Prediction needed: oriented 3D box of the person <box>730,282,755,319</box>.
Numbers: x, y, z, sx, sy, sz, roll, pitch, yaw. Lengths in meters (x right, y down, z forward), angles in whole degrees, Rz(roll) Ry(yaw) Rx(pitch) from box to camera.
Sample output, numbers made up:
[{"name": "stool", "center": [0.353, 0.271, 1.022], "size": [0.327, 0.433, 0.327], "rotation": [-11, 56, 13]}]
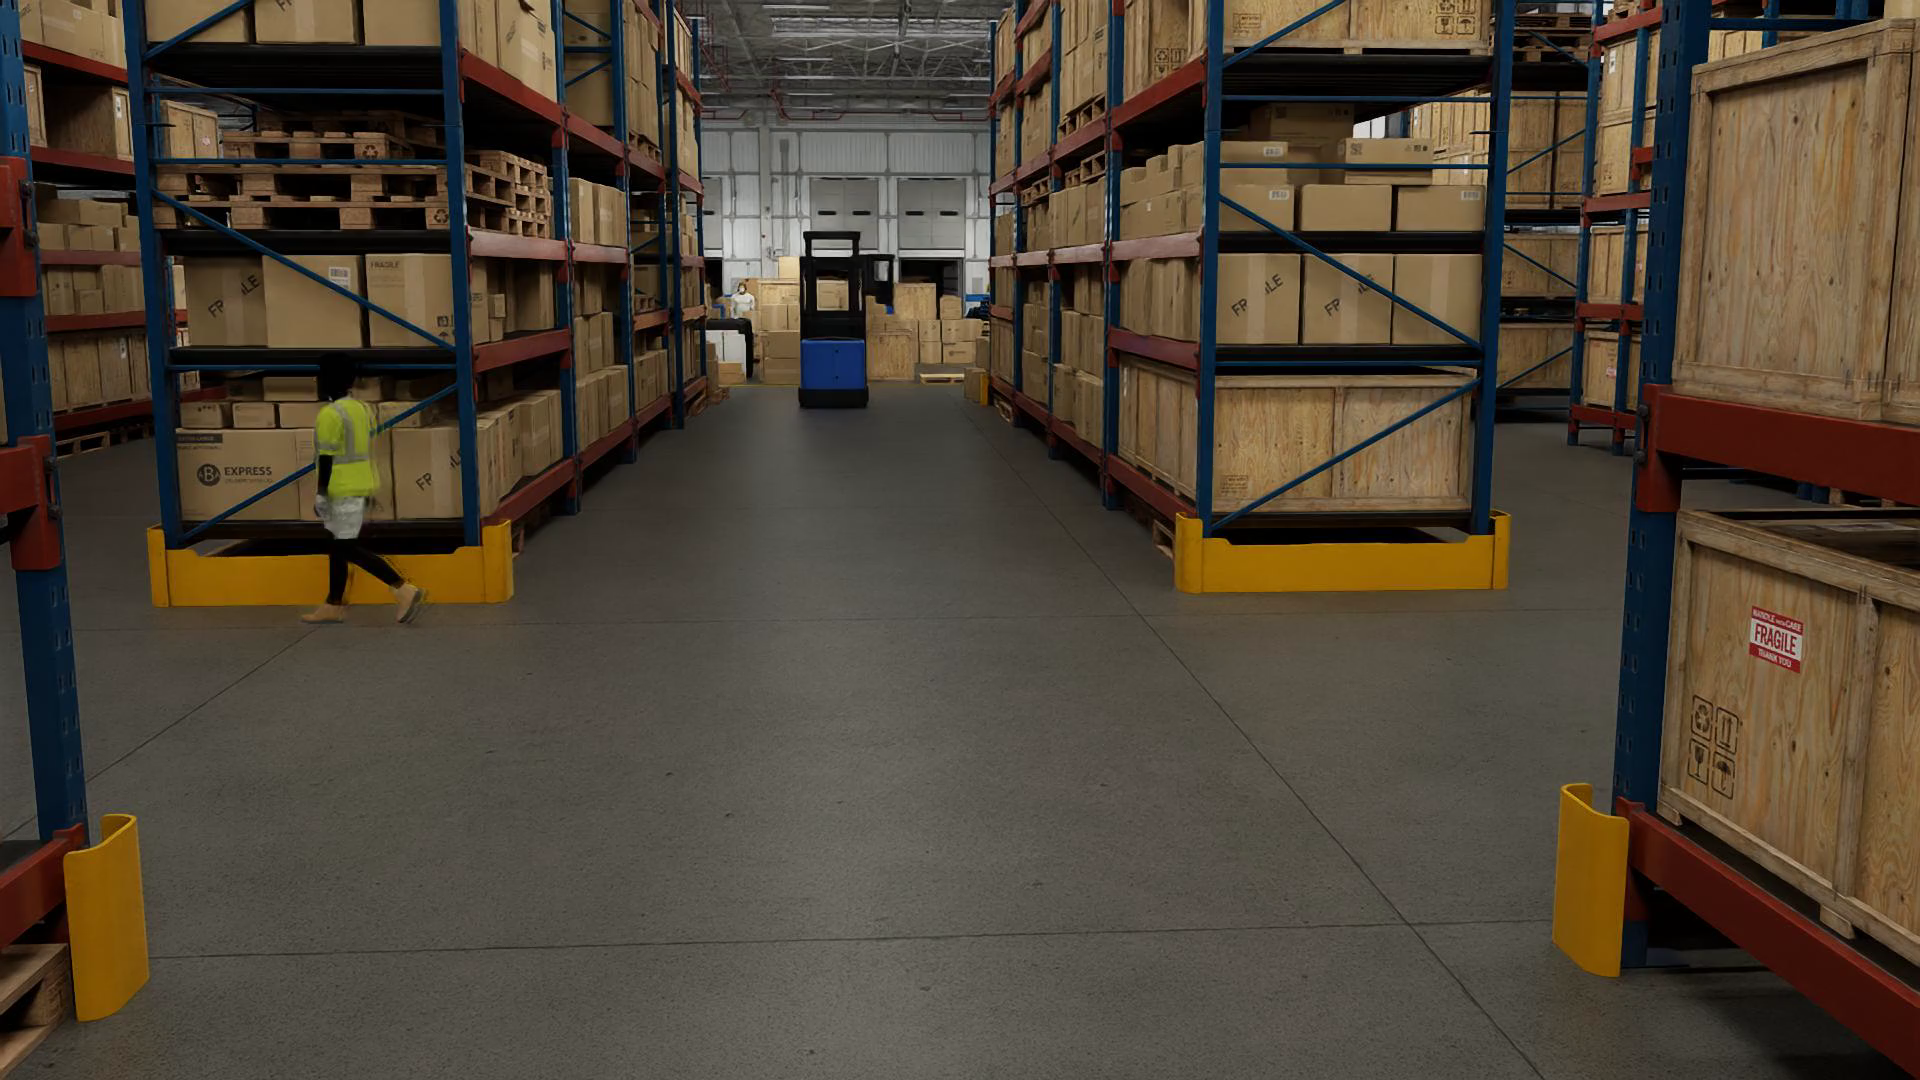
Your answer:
[{"name": "person", "center": [-5.619, -5.689, 43.002], "size": [0.627, 1.940, 0.372], "rotation": [-1, 9, -4]}]

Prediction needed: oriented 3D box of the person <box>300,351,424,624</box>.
[{"name": "person", "center": [-3.616, -0.296, 9.975], "size": [0.740, 1.675, 0.537], "rotation": [0, 9, -2]}]

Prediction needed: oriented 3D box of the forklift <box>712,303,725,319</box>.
[{"name": "forklift", "center": [-9.166, -8.488, 57.628], "size": [1.873, 2.768, 1.129], "rotation": [-4, 10, -21]}]

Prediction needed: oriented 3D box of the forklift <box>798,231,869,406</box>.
[{"name": "forklift", "center": [-2.067, -3.617, 27.042], "size": [1.129, 2.768, 1.873], "rotation": [-1, 9, -4]}]

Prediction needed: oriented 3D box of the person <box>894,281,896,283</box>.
[{"name": "person", "center": [-2.517, -8.778, 62.422], "size": [0.587, 1.930, 0.356], "rotation": [6, 11, 35]}]

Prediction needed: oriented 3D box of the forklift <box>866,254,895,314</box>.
[{"name": "forklift", "center": [-2.650, -8.203, 55.838], "size": [1.129, 2.768, 1.873], "rotation": [-5, 10, -30]}]

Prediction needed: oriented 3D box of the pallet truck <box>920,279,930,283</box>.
[{"name": "pallet truck", "center": [-0.932, -8.922, 63.114], "size": [1.885, 1.965, 0.823], "rotation": [2, 9, 13]}]

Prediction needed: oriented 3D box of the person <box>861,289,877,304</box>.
[{"name": "person", "center": [-2.144, -4.831, 38.034], "size": [0.674, 1.816, 0.446], "rotation": [5, 10, 28]}]
